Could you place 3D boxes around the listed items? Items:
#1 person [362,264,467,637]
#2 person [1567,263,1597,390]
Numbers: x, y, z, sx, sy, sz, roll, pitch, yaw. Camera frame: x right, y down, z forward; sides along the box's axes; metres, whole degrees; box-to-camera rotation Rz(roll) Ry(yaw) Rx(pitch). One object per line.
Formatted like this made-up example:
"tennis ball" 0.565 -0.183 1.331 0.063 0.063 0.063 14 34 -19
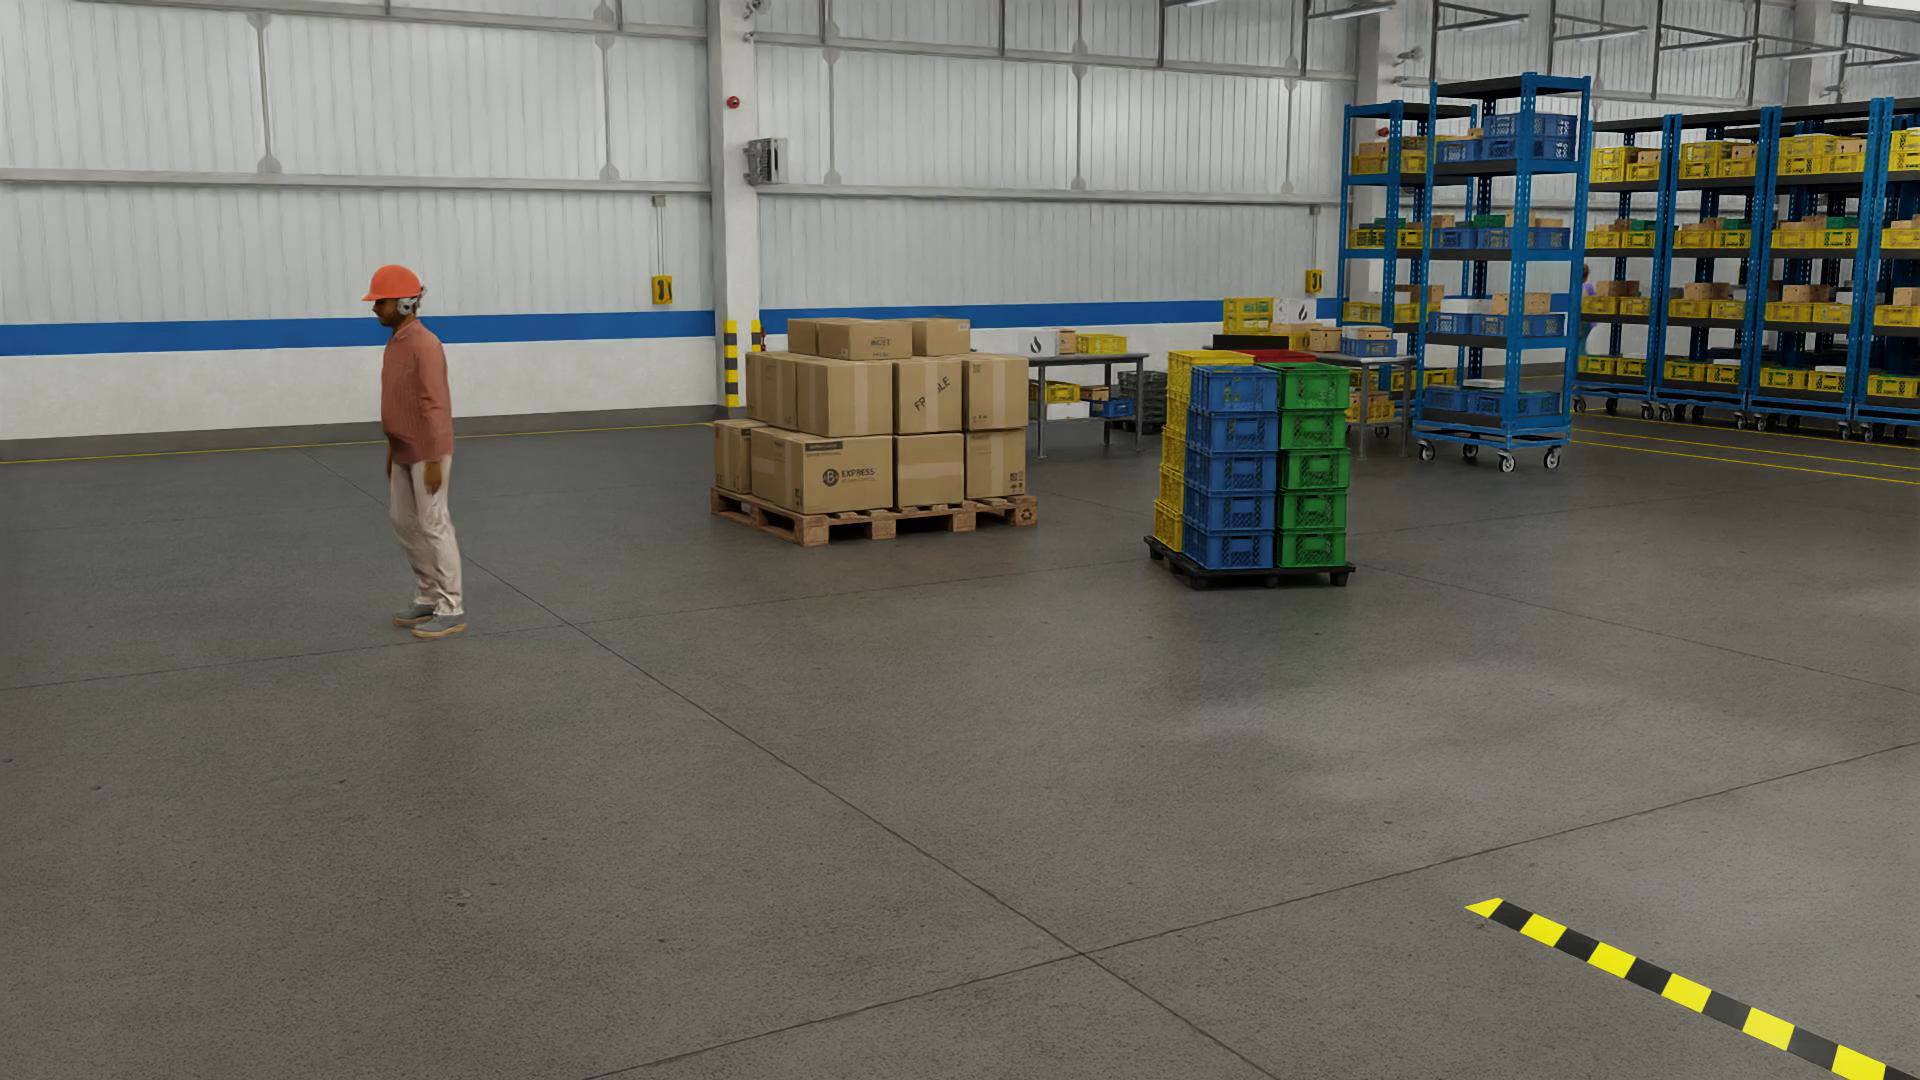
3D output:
"person" -2.919 -0.467 8.877 0.415 1.984 0.615 -8 13 -38
"person" 8.930 -3.047 23.858 0.386 1.845 0.564 3 10 16
